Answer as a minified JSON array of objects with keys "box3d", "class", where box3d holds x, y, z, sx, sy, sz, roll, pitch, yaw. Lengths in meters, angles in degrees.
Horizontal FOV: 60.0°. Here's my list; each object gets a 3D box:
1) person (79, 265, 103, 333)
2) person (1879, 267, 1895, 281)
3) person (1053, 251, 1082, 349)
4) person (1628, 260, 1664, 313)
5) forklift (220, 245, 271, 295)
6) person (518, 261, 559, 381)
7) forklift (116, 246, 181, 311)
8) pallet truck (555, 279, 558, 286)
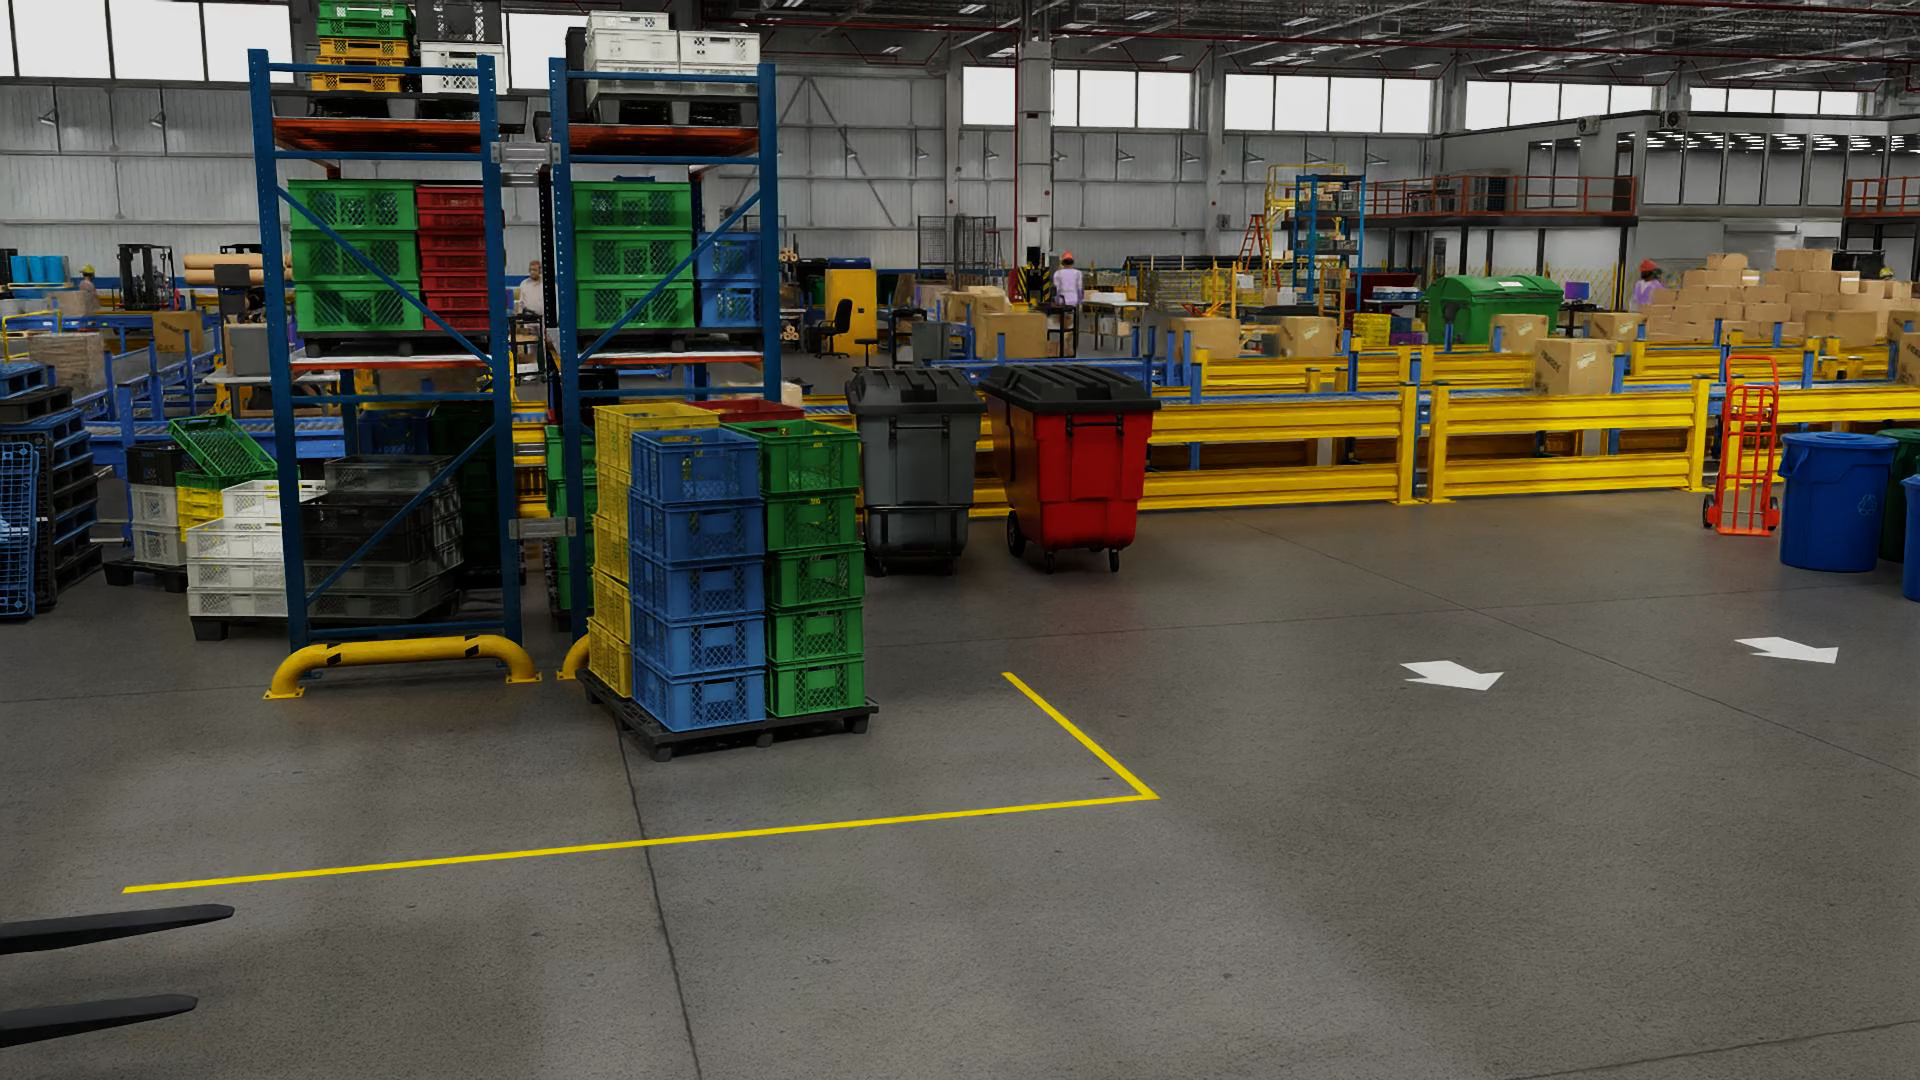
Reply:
[{"box3d":[-17.329,-4.607,33.268,0.525,1.741,0.735,10,14,43],"class":"person"},{"box3d":[15.329,-3.633,27.616,0.695,1.786,0.610,-1,10,-7],"class":"person"},{"box3d":[2.187,-4.851,33.837,0.616,2.028,0.465,-2,10,-10],"class":"person"},{"box3d":[11.235,-3.657,27.439,0.909,1.900,0.555,-4,11,-20],"class":"person"},{"box3d":[-17.749,-6.334,41.440,1.157,1.987,2.680,-3,10,-17],"class":"forklift"},{"box3d":[-6.675,-3.459,26.316,0.638,1.902,0.407,1,10,5],"class":"person"},{"box3d":[-19.966,-6.232,40.894,1.157,1.987,2.680,-3,10,-15],"class":"forklift"},{"box3d":[-10.604,-6.375,44.520,0.653,1.274,1.630,-3,10,-15],"class":"pallet truck"}]
